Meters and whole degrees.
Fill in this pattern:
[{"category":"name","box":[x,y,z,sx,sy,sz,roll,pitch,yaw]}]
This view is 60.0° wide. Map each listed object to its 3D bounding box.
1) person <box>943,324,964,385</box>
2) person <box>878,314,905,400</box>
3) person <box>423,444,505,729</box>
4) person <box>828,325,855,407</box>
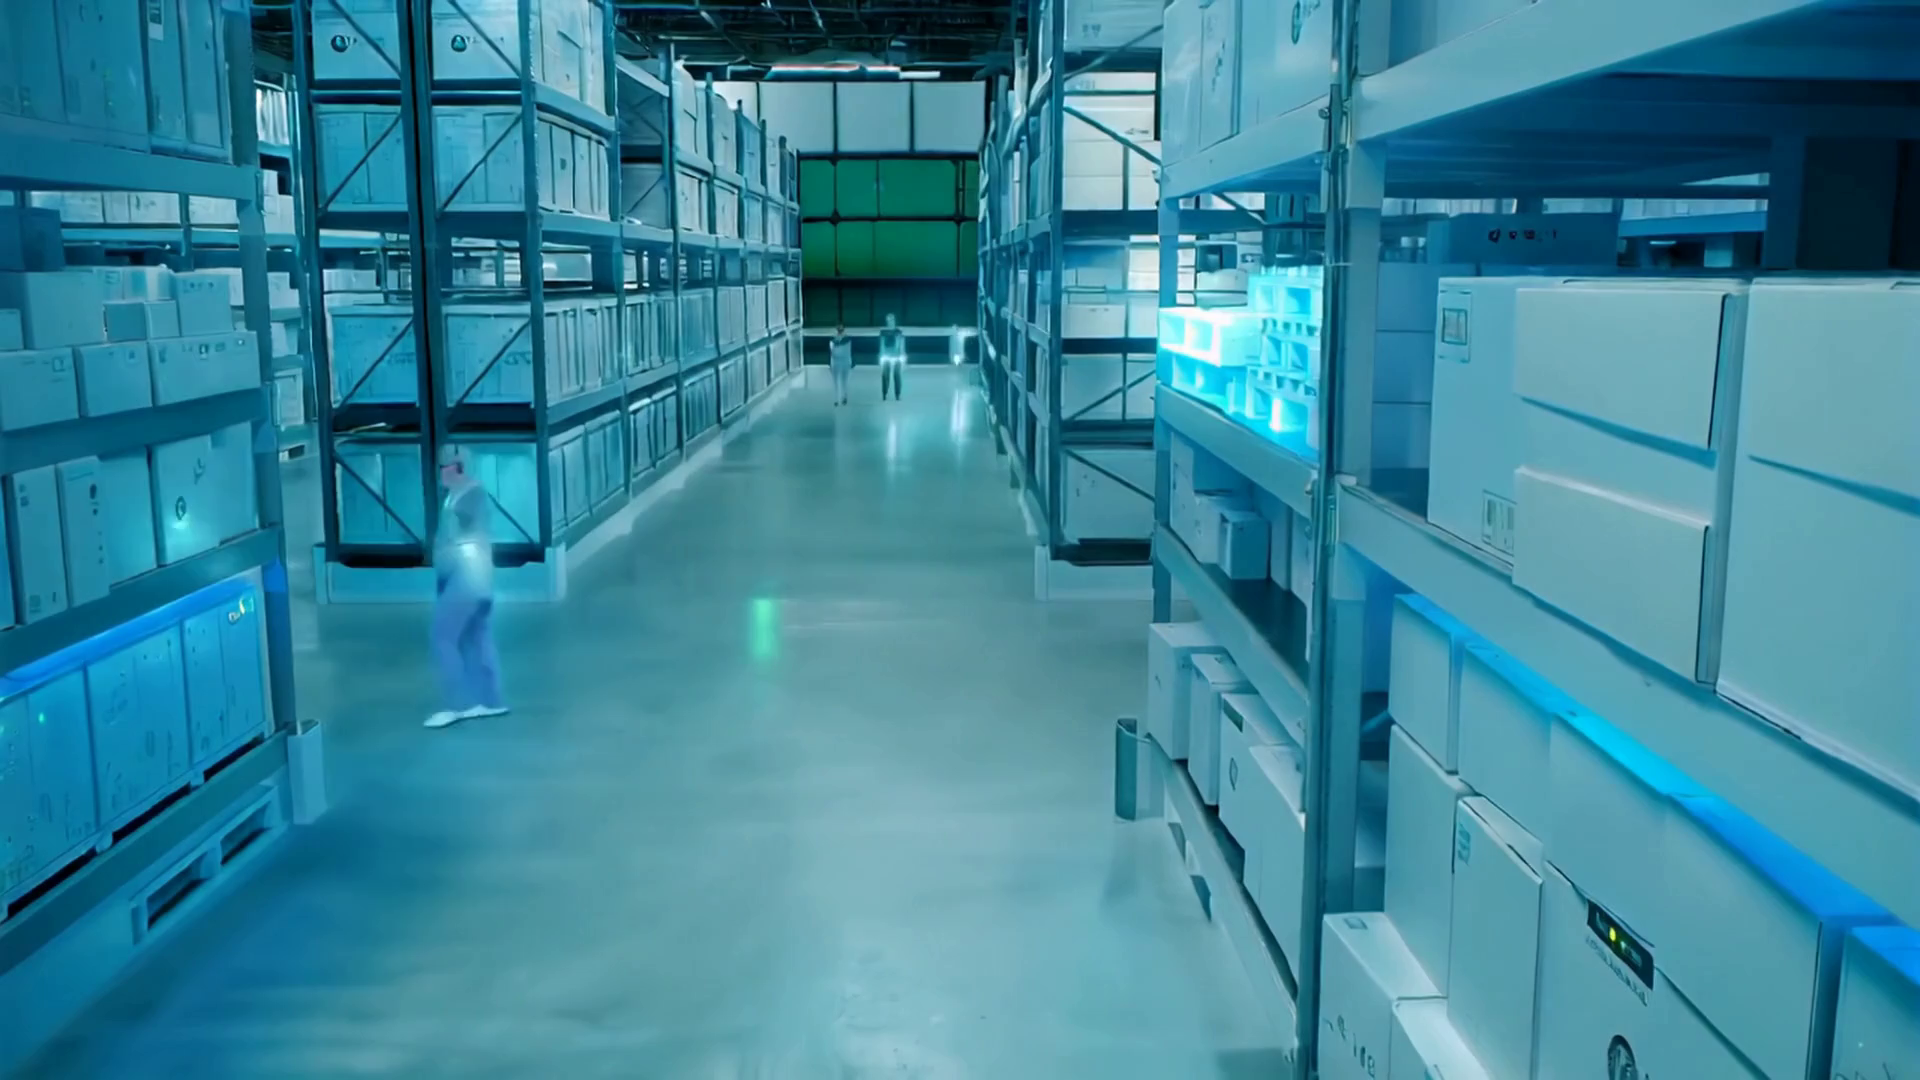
[{"category":"person","box":[-0.143,-4.842,43.452,0.506,1.598,0.759,7,12,38]},{"category":"person","box":[-1.576,-4.216,38.414,0.623,1.992,0.396,0,9,-1]},{"category":"person","box":[-3.378,0.300,11.071,0.677,1.885,0.649,-2,9,-13]},{"category":"person","box":[-2.623,-3.839,36.744,0.597,1.811,0.827,0,9,0]}]
